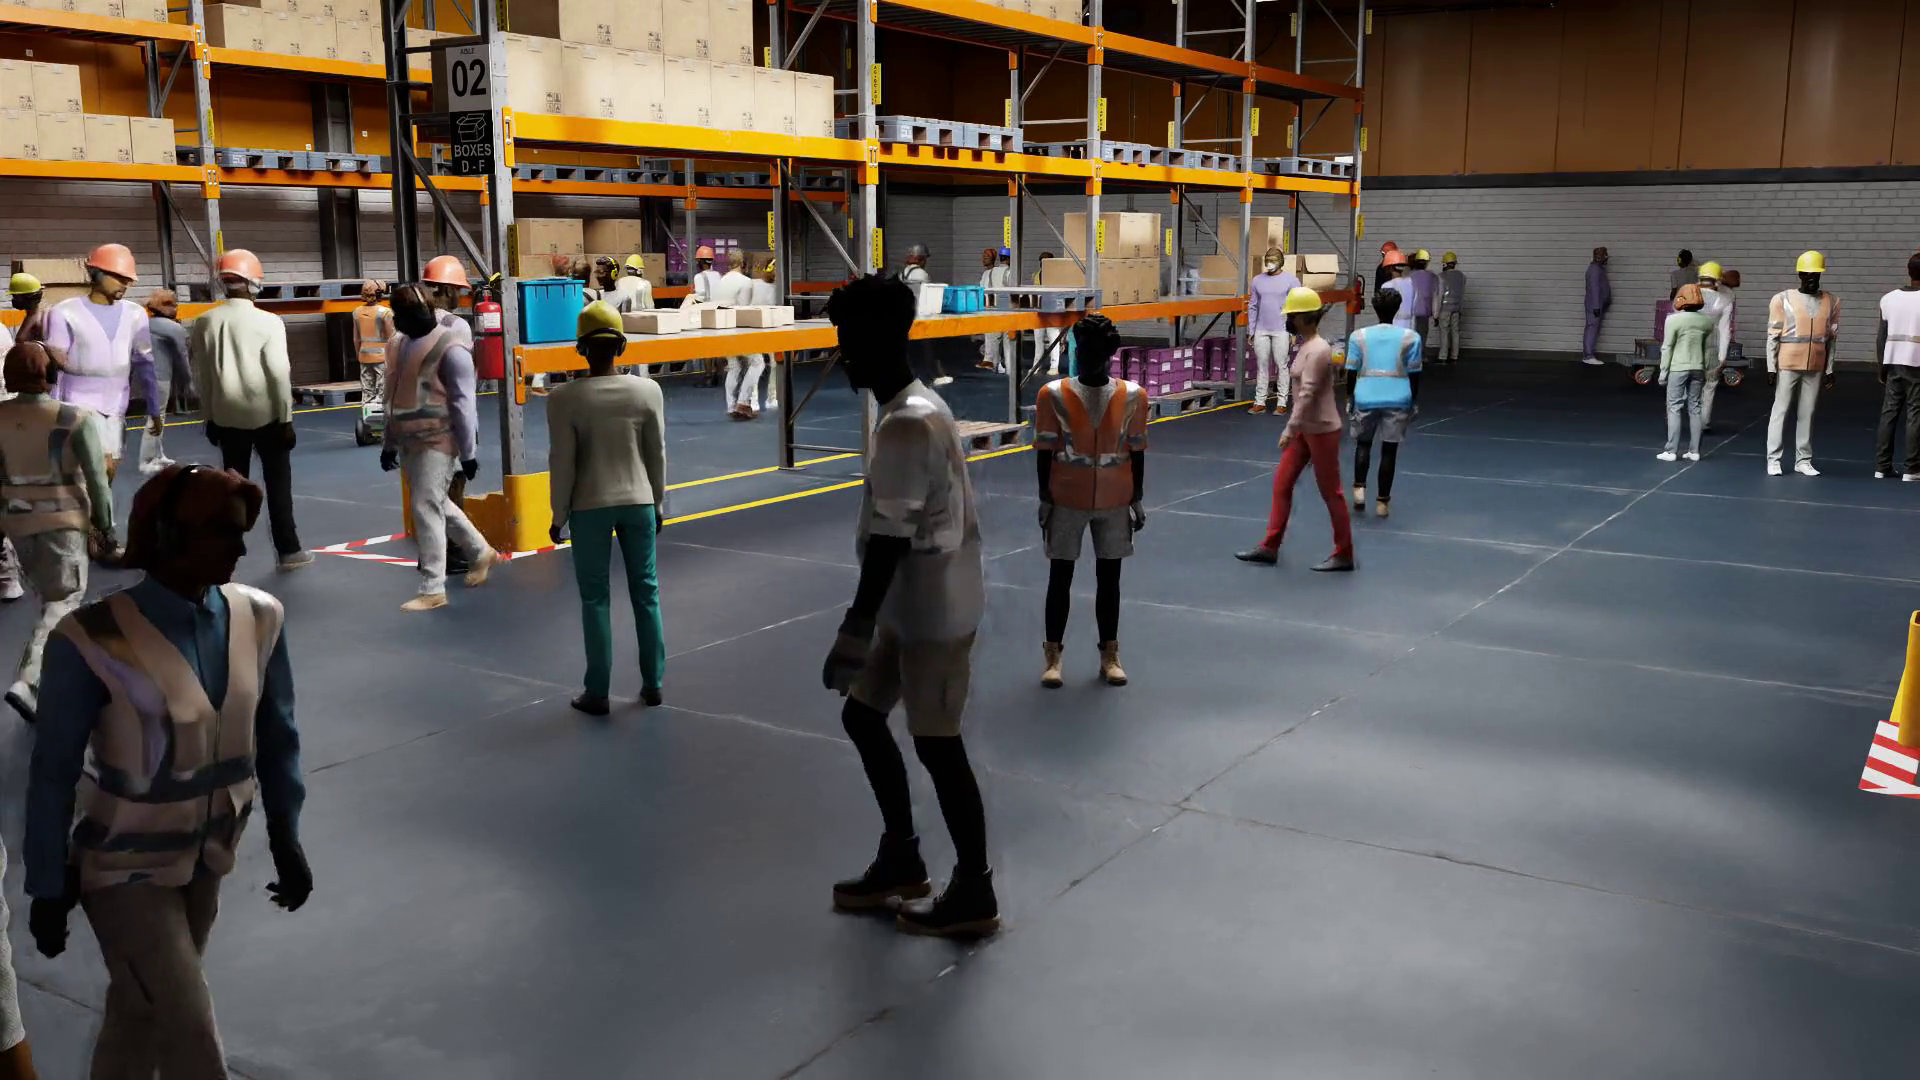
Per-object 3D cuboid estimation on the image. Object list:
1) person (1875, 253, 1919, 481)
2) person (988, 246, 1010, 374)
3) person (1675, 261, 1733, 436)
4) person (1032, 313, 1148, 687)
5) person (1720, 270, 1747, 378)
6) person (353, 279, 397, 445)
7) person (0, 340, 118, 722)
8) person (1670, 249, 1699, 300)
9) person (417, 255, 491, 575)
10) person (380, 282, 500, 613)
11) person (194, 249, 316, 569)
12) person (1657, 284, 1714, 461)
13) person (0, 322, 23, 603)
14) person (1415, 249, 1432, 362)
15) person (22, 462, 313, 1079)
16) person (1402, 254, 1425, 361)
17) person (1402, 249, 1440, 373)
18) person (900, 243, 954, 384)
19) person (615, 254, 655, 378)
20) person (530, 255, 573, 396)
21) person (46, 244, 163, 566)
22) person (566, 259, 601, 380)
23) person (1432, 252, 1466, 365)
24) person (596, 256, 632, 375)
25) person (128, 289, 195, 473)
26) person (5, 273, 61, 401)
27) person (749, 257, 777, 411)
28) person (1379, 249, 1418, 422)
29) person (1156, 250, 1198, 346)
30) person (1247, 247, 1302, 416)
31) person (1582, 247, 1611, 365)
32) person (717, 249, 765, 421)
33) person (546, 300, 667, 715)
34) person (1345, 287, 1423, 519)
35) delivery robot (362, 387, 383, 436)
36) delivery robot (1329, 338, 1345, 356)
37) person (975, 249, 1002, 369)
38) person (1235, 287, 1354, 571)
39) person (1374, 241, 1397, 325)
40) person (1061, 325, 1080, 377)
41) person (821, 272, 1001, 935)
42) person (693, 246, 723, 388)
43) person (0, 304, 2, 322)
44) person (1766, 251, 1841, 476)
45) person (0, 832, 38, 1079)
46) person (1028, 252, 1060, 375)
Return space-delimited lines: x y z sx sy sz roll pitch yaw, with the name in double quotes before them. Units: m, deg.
"person" 8.009 -1.453 14.013 0.385 1.921 0.596 -5 11 -26
"person" 0.680 -3.481 25.179 0.391 1.947 0.602 -8 13 -39
"person" 7.571 -1.944 17.029 0.600 1.816 0.694 9 14 42
"person" 0.592 -0.176 7.551 0.535 1.699 0.322 -1 10 -4
"person" 11.105 -3.145 24.294 0.816 1.600 0.510 1 10 8
"person" -5.742 -1.743 16.399 0.521 1.640 0.306 4 11 23
"person" -3.920 -0.049 7.110 0.527 1.606 0.806 0 10 2
"person" 11.491 -3.680 26.508 0.514 1.868 0.329 -2 11 -13
"person" -3.121 -0.754 10.126 0.543 1.929 0.380 6 12 30
"person" -2.897 -0.543 9.358 0.638 1.809 0.831 8 13 37
"person" -4.291 -0.754 9.998 0.633 1.972 0.814 3 11 14
"person" 6.668 -1.534 15.285 0.494 1.624 0.282 -2 10 -13
"person" -5.546 -0.568 9.182 0.662 1.913 0.406 -8 13 -38
"person" 7.615 -3.902 27.766 0.420 1.886 0.673 -3 11 -18
"person" -1.528 0.645 3.276 0.801 1.588 0.532 4 11 21
"person" 7.420 -3.849 27.670 0.662 1.798 0.628 1 10 5
"person" 7.015 -3.482 25.382 0.603 1.887 0.847 1 10 5
"person" -0.611 -3.182 23.263 1.021 2.000 0.688 -6 12 -30
"person" -4.300 -2.860 22.058 0.601 1.830 0.403 3 11 19
"person" -5.131 -2.756 21.477 1.024 1.826 0.590 1 10 5
"person" -5.331 -0.831 10.354 0.815 1.989 0.624 6 12 29
"person" -3.536 -1.717 15.694 0.345 1.844 0.507 4 11 22
"person" 7.937 -3.765 27.066 0.592 1.834 0.404 -5 11 -27
"person" -3.308 -1.735 15.716 0.512 1.872 0.328 7 12 34
"person" -7.038 -1.397 14.604 0.525 1.583 0.603 3 11 15
"person" -7.277 -1.212 13.113 0.317 1.766 0.534 -9 14 -41
"person" -2.349 -2.421 19.658 0.667 1.831 0.335 -4 11 -21
"person" 4.847 -2.282 18.599 0.550 1.934 0.372 -8 13 -39
"person" 3.191 -3.382 24.685 0.484 1.925 0.664 -9 14 -42
"person" 3.616 -2.404 19.235 0.636 1.936 0.355 7 12 34
"person" 10.412 -3.825 27.194 0.404 1.911 0.636 3 11 18
"person" -2.467 -2.283 18.625 0.490 1.915 0.648 -8 13 -38
"person" -1.508 -0.135 7.135 0.523 1.769 0.321 -6 12 -30
"person" 3.081 -0.995 12.118 0.544 1.681 0.375 4 11 21
"delivery robot" -5.784 -1.283 16.597 0.477 0.478 0.707 -4 11 -20
"delivery robot" 5.704 -2.778 24.880 0.477 0.478 0.707 1 10 4
"person" 0.485 -3.639 26.230 0.357 1.883 0.573 -5 11 -26
"person" 2.059 -0.661 10.151 0.809 1.733 0.543 0 10 -2
"person" 6.792 -3.746 26.514 0.378 1.995 0.609 0 10 -1
"person" 1.549 -2.618 20.761 0.581 1.820 0.826 3 11 16
"person" -0.173 0.209 4.795 0.668 1.927 0.616 -1 10 -4
"person" -3.475 -3.052 22.825 0.357 1.937 0.551 5 12 28
"person" -7.825 -1.303 13.223 0.408 1.906 0.654 4 11 21
"person" 7.231 -1.506 14.288 0.587 1.927 0.369 0 10 2
"person" -1.567 0.643 2.351 0.543 1.940 0.361 2 10 8
"person" 1.297 -3.410 25.077 0.621 1.845 0.429 7 12 34
